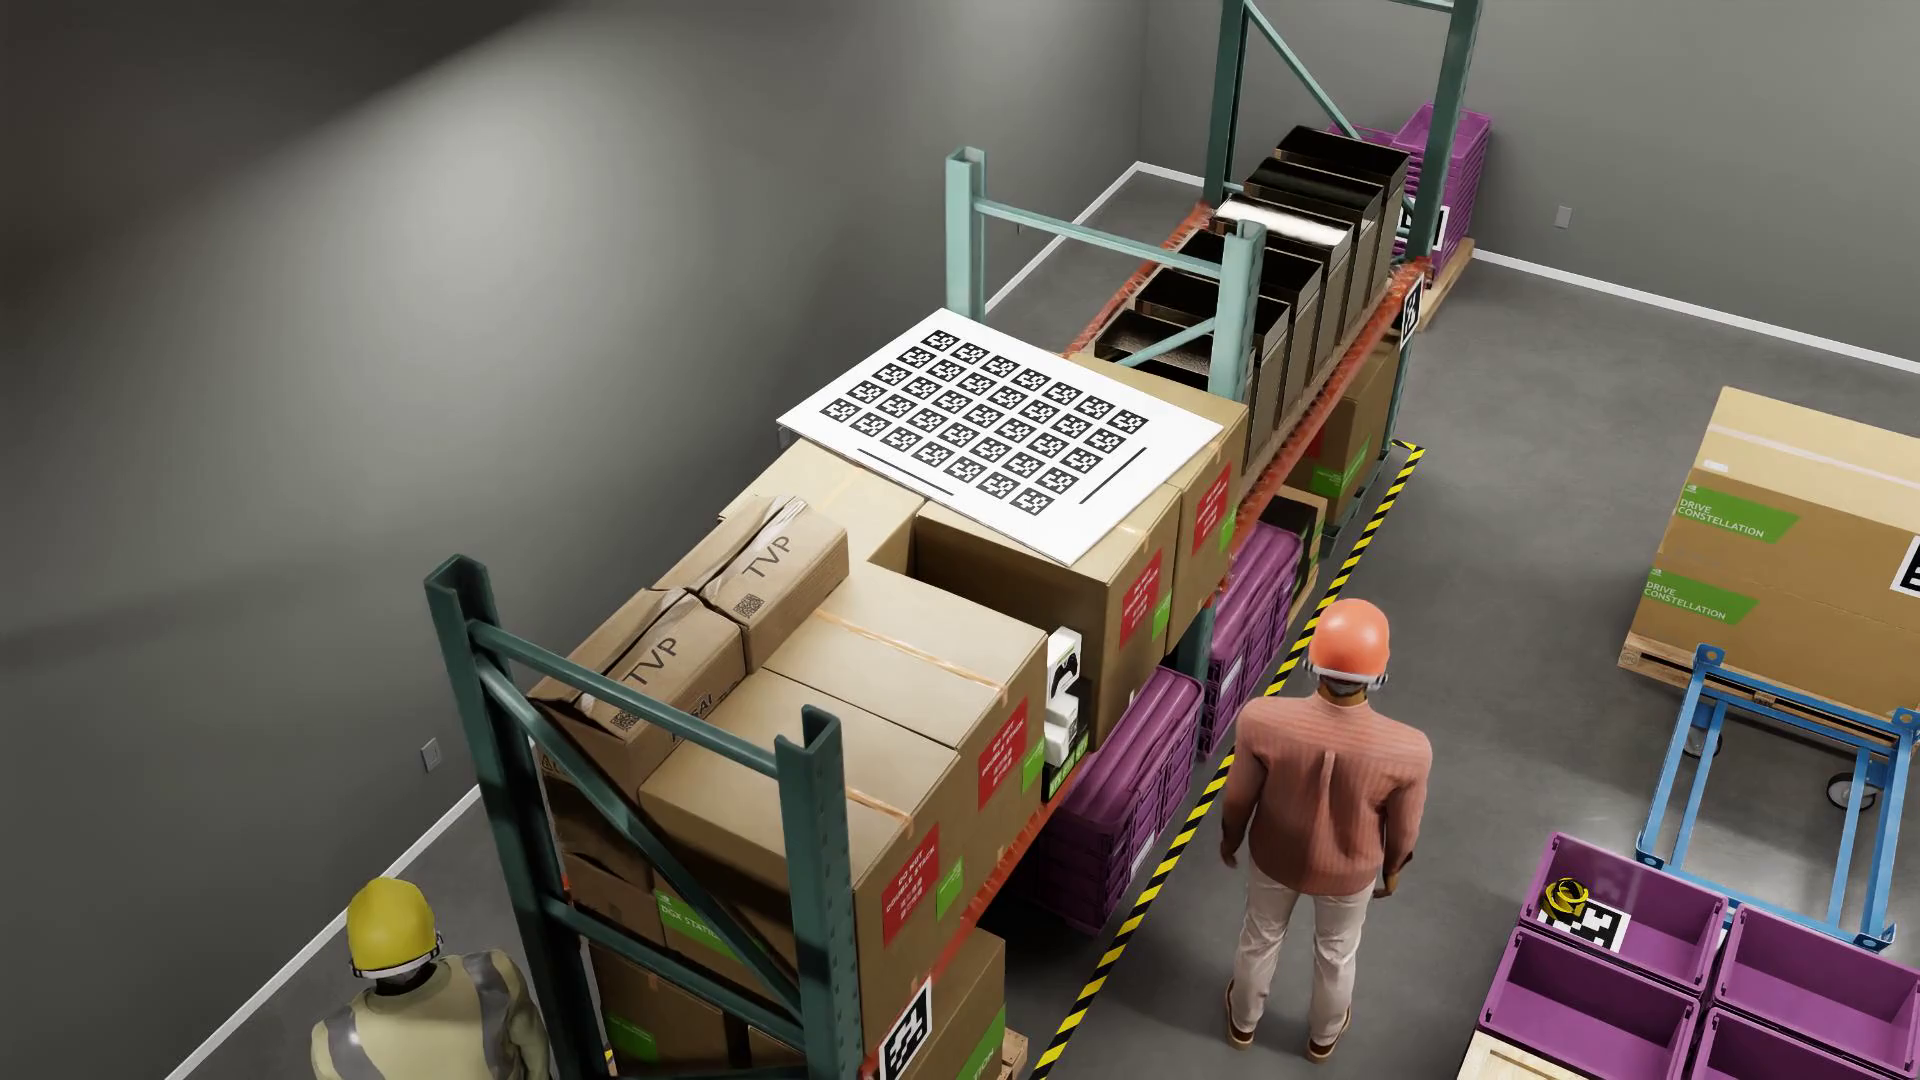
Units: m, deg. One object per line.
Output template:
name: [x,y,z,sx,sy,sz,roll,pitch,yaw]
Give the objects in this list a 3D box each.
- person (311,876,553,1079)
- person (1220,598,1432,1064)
person: [-1.458,1.606,4.764,0.599,1.830,0.403,-21,44,-23]
person: [1.146,0.984,5.382,0.610,1.993,0.392,11,41,13]
